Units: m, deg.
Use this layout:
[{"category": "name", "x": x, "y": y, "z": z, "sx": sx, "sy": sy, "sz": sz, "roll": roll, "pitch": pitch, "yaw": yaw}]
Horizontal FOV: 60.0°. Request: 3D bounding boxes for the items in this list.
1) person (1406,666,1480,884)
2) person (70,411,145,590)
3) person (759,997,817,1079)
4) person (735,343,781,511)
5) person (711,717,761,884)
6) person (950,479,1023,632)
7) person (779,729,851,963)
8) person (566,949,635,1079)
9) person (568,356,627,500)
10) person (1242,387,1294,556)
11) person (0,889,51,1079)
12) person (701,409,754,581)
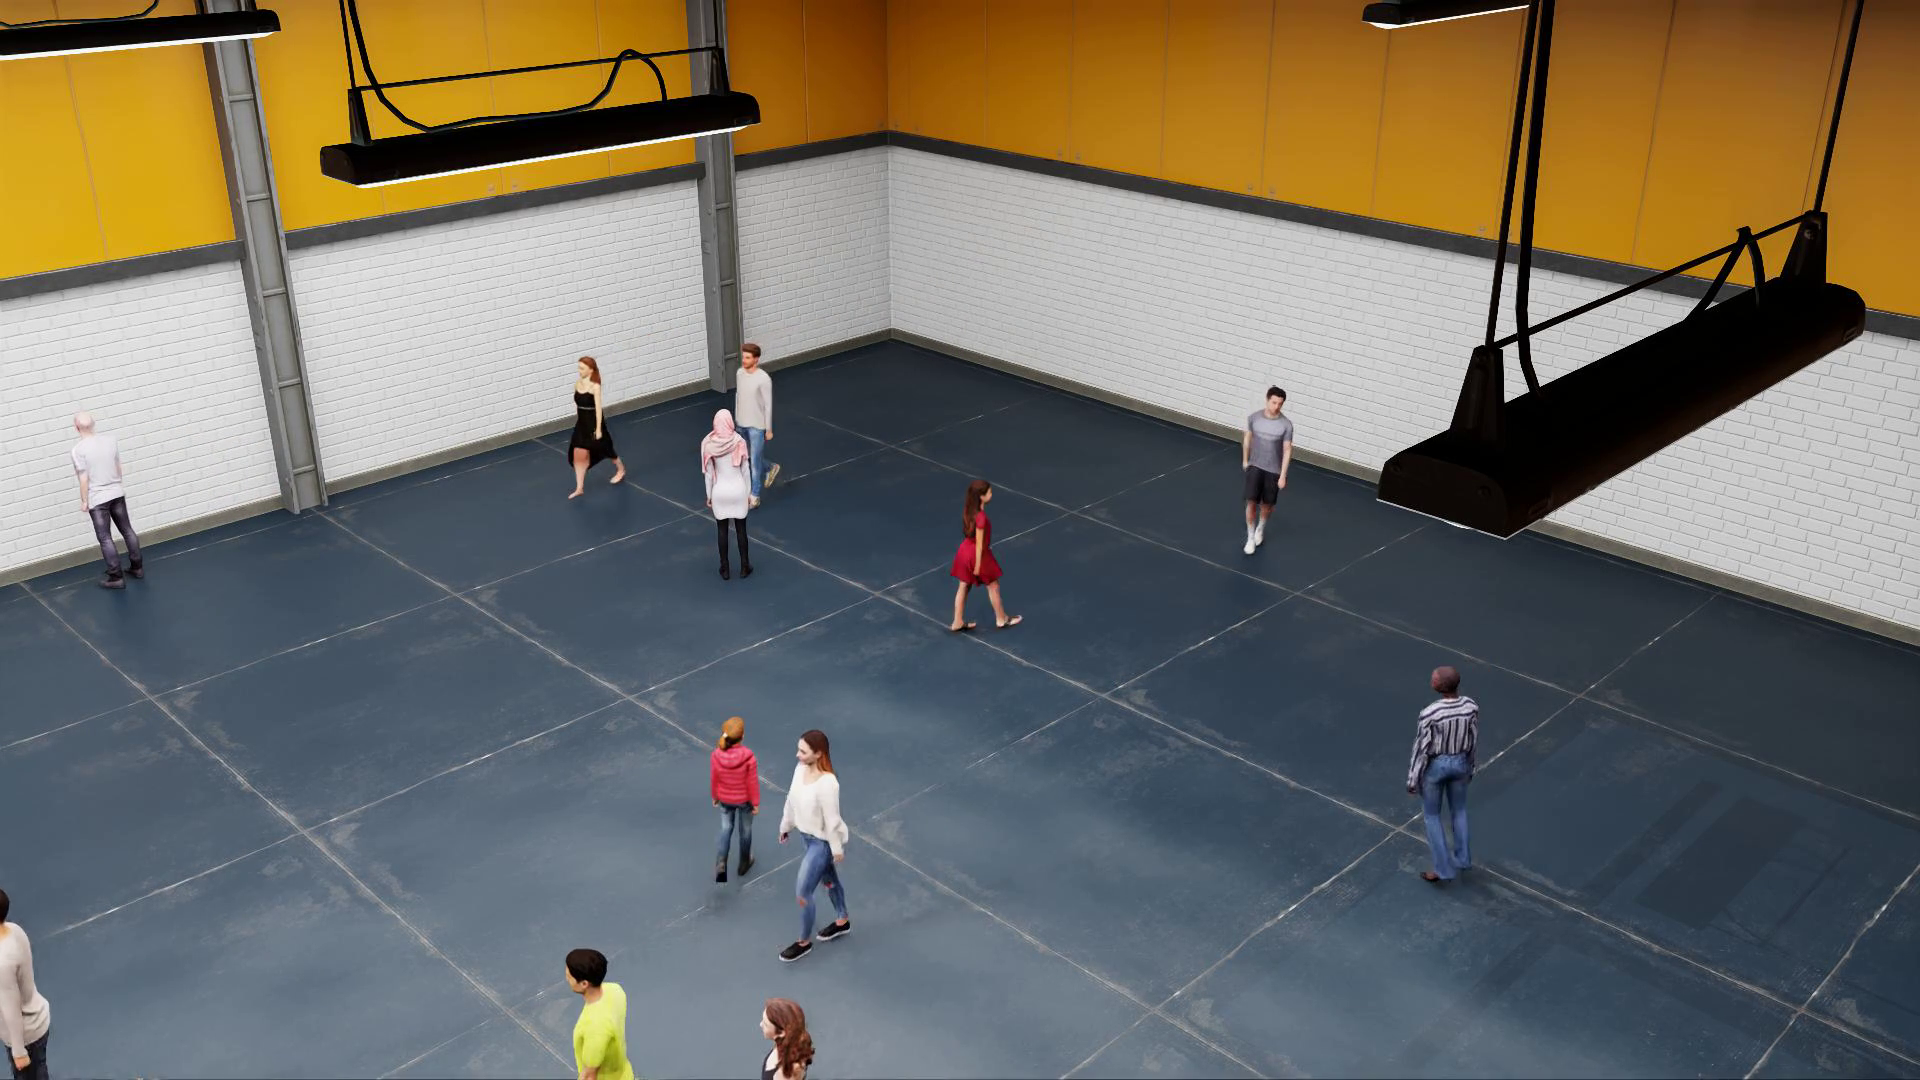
[{"category": "person", "x": 3.494, "y": 1.691, "z": 11.881, "sx": 0.742, "sy": 1.760, "sz": 0.927, "roll": -3, "pitch": 24, "yaw": -6}, {"category": "person", "x": -8.545, "y": -0.418, "z": 16.616, "sx": 0.787, "sy": 1.831, "sz": 0.642, "roll": 10, "pitch": 26, "yaw": 22}, {"category": "person", "x": -0.801, "y": 3.094, "z": 8.698, "sx": 0.854, "sy": 1.740, "sz": 0.785, "roll": -3, "pitch": 24, "yaw": -7}, {"category": "person", "x": -2.259, "y": -1.305, "z": 18.570, "sx": 0.747, "sy": 1.892, "sz": 0.995, "roll": 17, "pitch": 29, "yaw": 34}, {"category": "person", "x": -1.639, "y": 1.901, "z": 11.969, "sx": 0.738, "sy": 1.304, "sz": 0.837, "roll": 5, "pitch": 24, "yaw": 10}, {"category": "person", "x": 0.076, "y": 0.171, "z": 15.652, "sx": 0.970, "sy": 1.525, "sz": 0.742, "roll": -10, "pitch": 26, "yaw": -22}, {"category": "person", "x": -0.888, "y": 2.010, "z": 11.262, "sx": 0.895, "sy": 1.672, "sz": 0.762, "roll": -11, "pitch": 26, "yaw": -24}, {"category": "person", "x": -1.843, "y": 2.967, "z": 9.080, "sx": 1.143, "sy": 1.665, "sz": 1.020, "roll": -3, "pitch": 24, "yaw": -8}, {"category": "person", "x": -4.129, "y": -1.309, "z": 18.965, "sx": 0.729, "sy": 1.582, "sz": 1.127, "roll": 15, "pitch": 28, "yaw": 30}, {"category": "person", "x": 3.200, "y": -0.781, "z": 17.448, "sx": 0.875, "sy": 1.831, "sz": 0.972, "roll": 12, "pitch": 26, "yaw": 25}, {"category": "person", "x": -5.190, "y": 2.736, "z": 9.373, "sx": 1.054, "sy": 1.855, "sz": 0.819, "roll": -13, "pitch": 27, "yaw": -27}, {"category": "person", "x": -2.325, "y": -0.464, "z": 16.757, "sx": 0.723, "sy": 1.804, "sz": 0.798, "roll": -2, "pitch": 24, "yaw": -6}]
